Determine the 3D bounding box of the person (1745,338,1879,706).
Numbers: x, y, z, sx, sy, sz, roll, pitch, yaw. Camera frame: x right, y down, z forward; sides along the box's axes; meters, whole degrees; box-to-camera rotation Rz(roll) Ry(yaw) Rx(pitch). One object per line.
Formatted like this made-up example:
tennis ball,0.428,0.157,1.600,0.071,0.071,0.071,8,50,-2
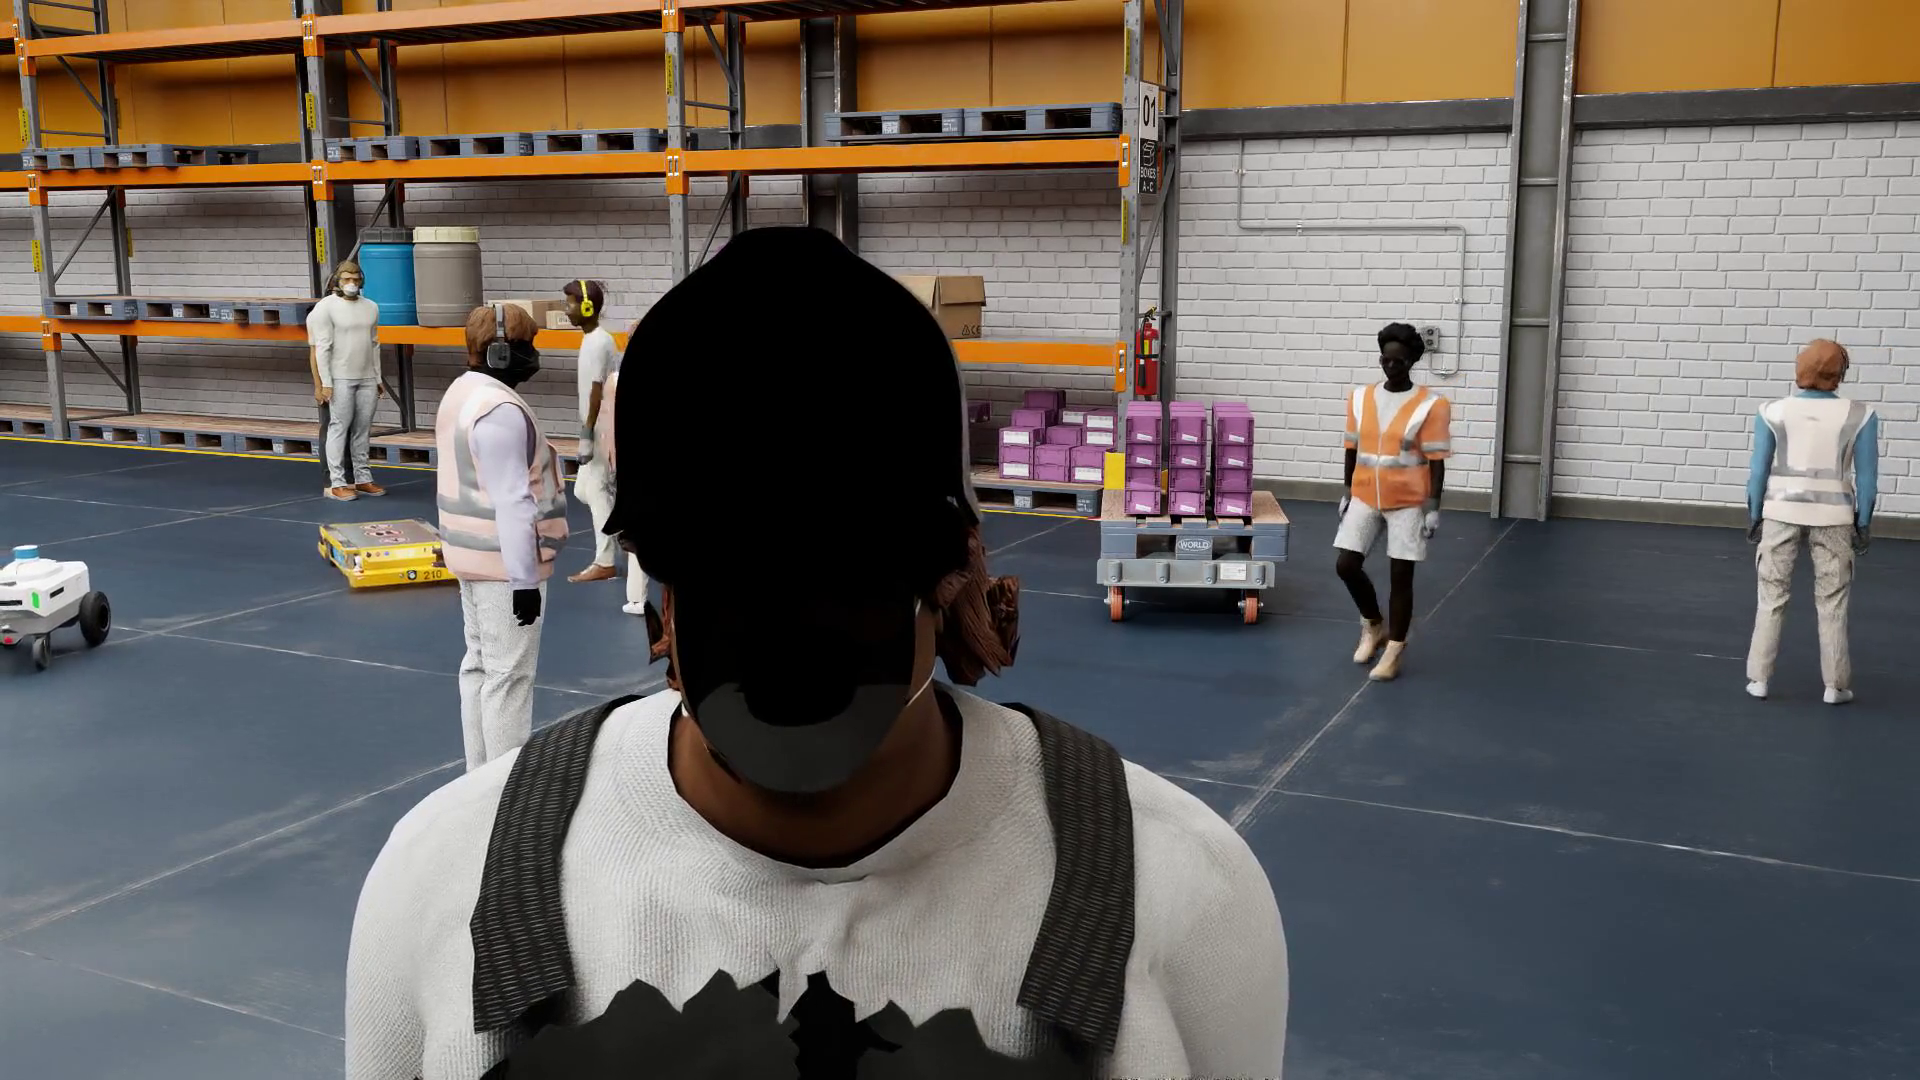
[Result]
person,3.782,-0.078,7.414,0.520,1.639,0.312,6,11,30

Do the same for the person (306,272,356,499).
person,-5.072,-1.266,13.626,0.345,1.844,0.507,5,11,29

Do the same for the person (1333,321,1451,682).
person,2.021,-0.176,7.790,0.553,1.687,0.354,8,13,39

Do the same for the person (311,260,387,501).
person,-4.945,-1.295,13.530,0.369,1.935,0.630,6,11,29

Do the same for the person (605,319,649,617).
person,-1.697,-0.391,9.191,0.514,1.644,0.307,-4,11,-24

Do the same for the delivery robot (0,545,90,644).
delivery robot,-4.608,0.270,8.246,0.477,0.478,0.707,-1,10,-8

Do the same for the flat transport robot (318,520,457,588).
flat transport robot,-3.617,0.060,10.530,0.652,0.197,1.431,-6,11,-29

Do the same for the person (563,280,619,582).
person,-2.153,-0.655,10.139,0.495,1.848,0.510,-3,10,-17

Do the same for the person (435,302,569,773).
person,-1.587,0.097,5.825,0.429,1.841,0.634,-6,11,-30
